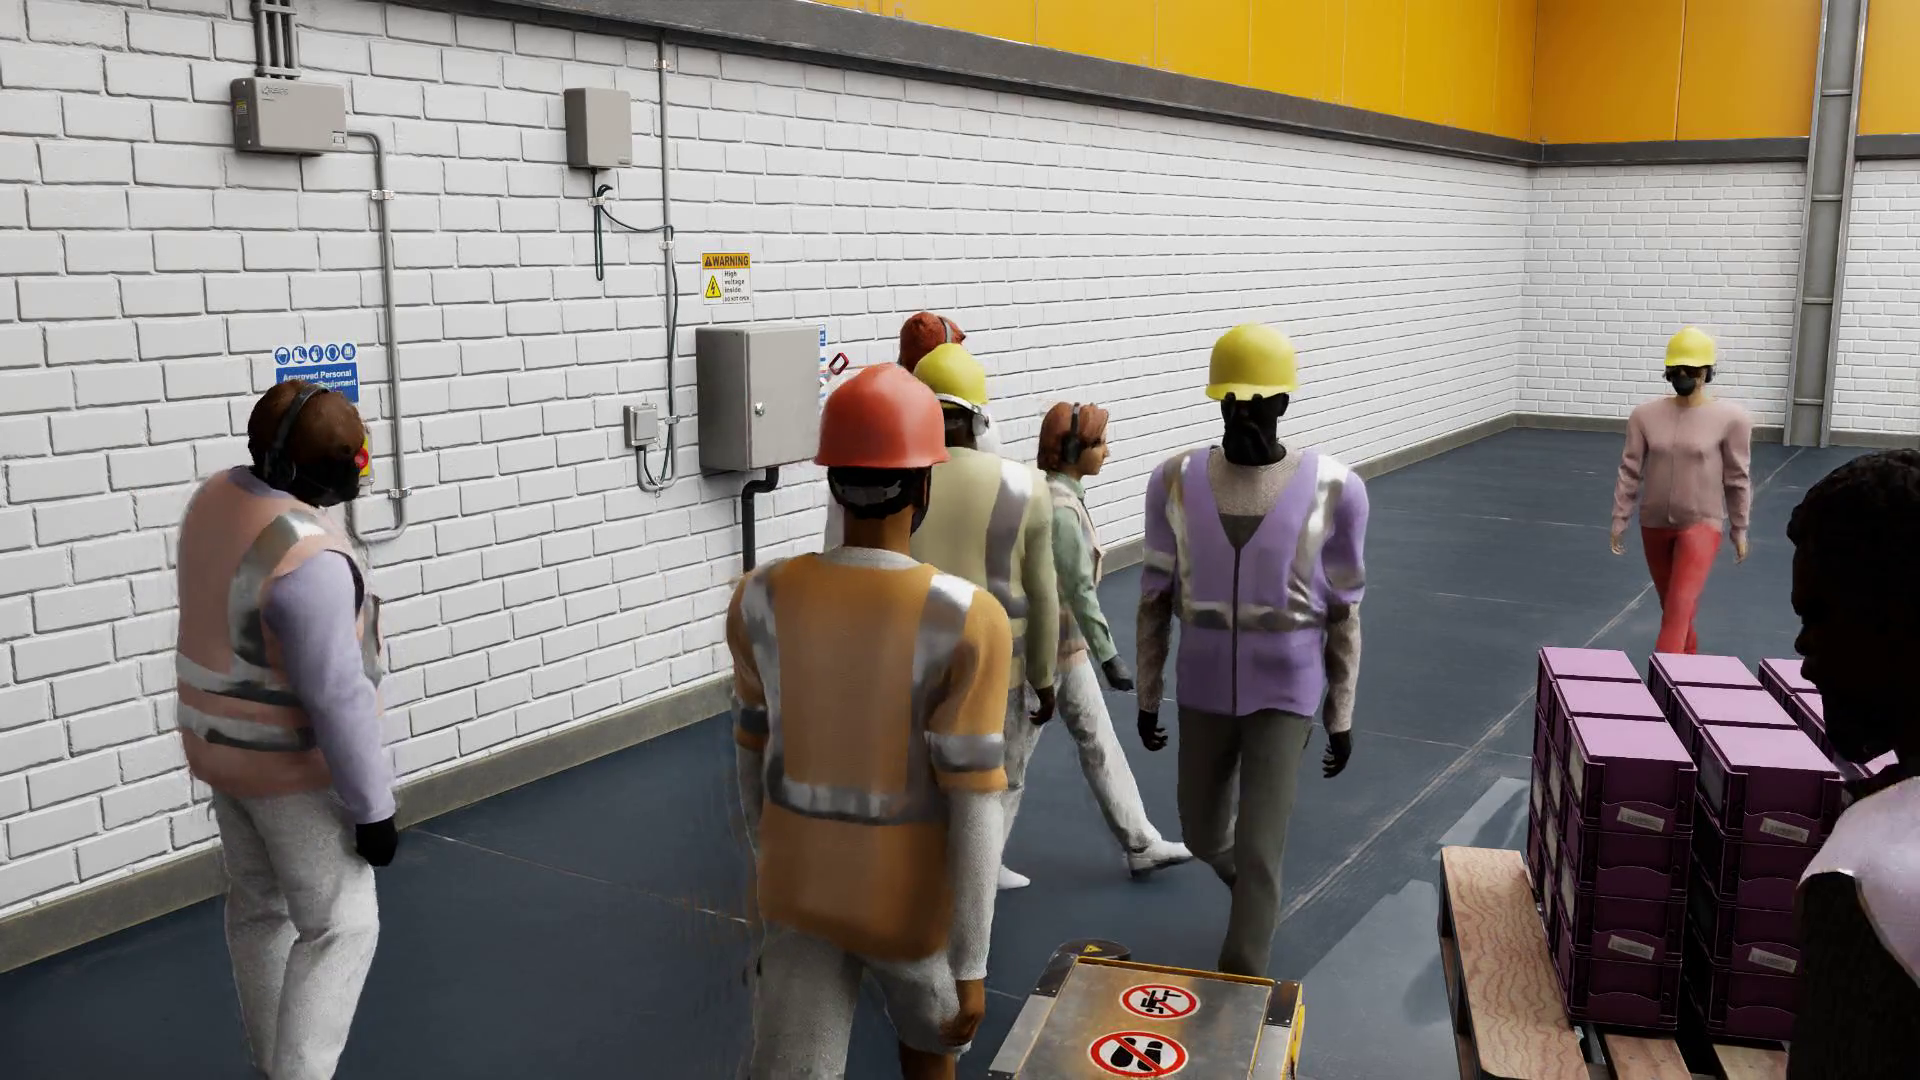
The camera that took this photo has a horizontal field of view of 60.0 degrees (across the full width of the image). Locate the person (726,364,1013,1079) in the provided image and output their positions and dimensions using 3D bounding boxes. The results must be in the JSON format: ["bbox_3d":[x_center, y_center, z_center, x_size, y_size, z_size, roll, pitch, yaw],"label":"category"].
[{"bbox_3d":[-0.169,0.636,3.000,0.546,1.893,0.996,3,11,14],"label":"person"}]

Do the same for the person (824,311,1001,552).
[{"bbox_3d":[-0.142,0.160,5.651,0.615,1.872,0.448,2,10,10],"label":"person"}]

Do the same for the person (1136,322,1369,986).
[{"bbox_3d":[0.769,0.370,4.411,0.596,1.902,0.797,5,11,24],"label":"person"}]

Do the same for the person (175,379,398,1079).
[{"bbox_3d":[-1.525,0.530,3.814,0.701,1.806,0.432,9,14,41],"label":"person"}]

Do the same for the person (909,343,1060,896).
[{"bbox_3d":[-0.028,0.358,4.695,0.604,1.817,0.633,2,10,10],"label":"person"}]

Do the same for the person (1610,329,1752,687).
[{"bbox_3d":[3.164,-0.070,7.339,0.540,1.717,0.935,10,14,43],"label":"person"}]

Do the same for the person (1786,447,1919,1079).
[{"bbox_3d":[1.087,0.853,1.756,0.657,1.888,0.543,-9,13,-39],"label":"person"}]

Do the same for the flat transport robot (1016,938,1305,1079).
[{"bbox_3d":[0.397,1.297,3.786,0.652,0.197,1.431,3,11,16],"label":"flat transport robot"}]

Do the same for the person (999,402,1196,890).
[{"bbox_3d":[0.362,0.358,5.311,0.834,1.588,0.505,1,10,7],"label":"person"}]
